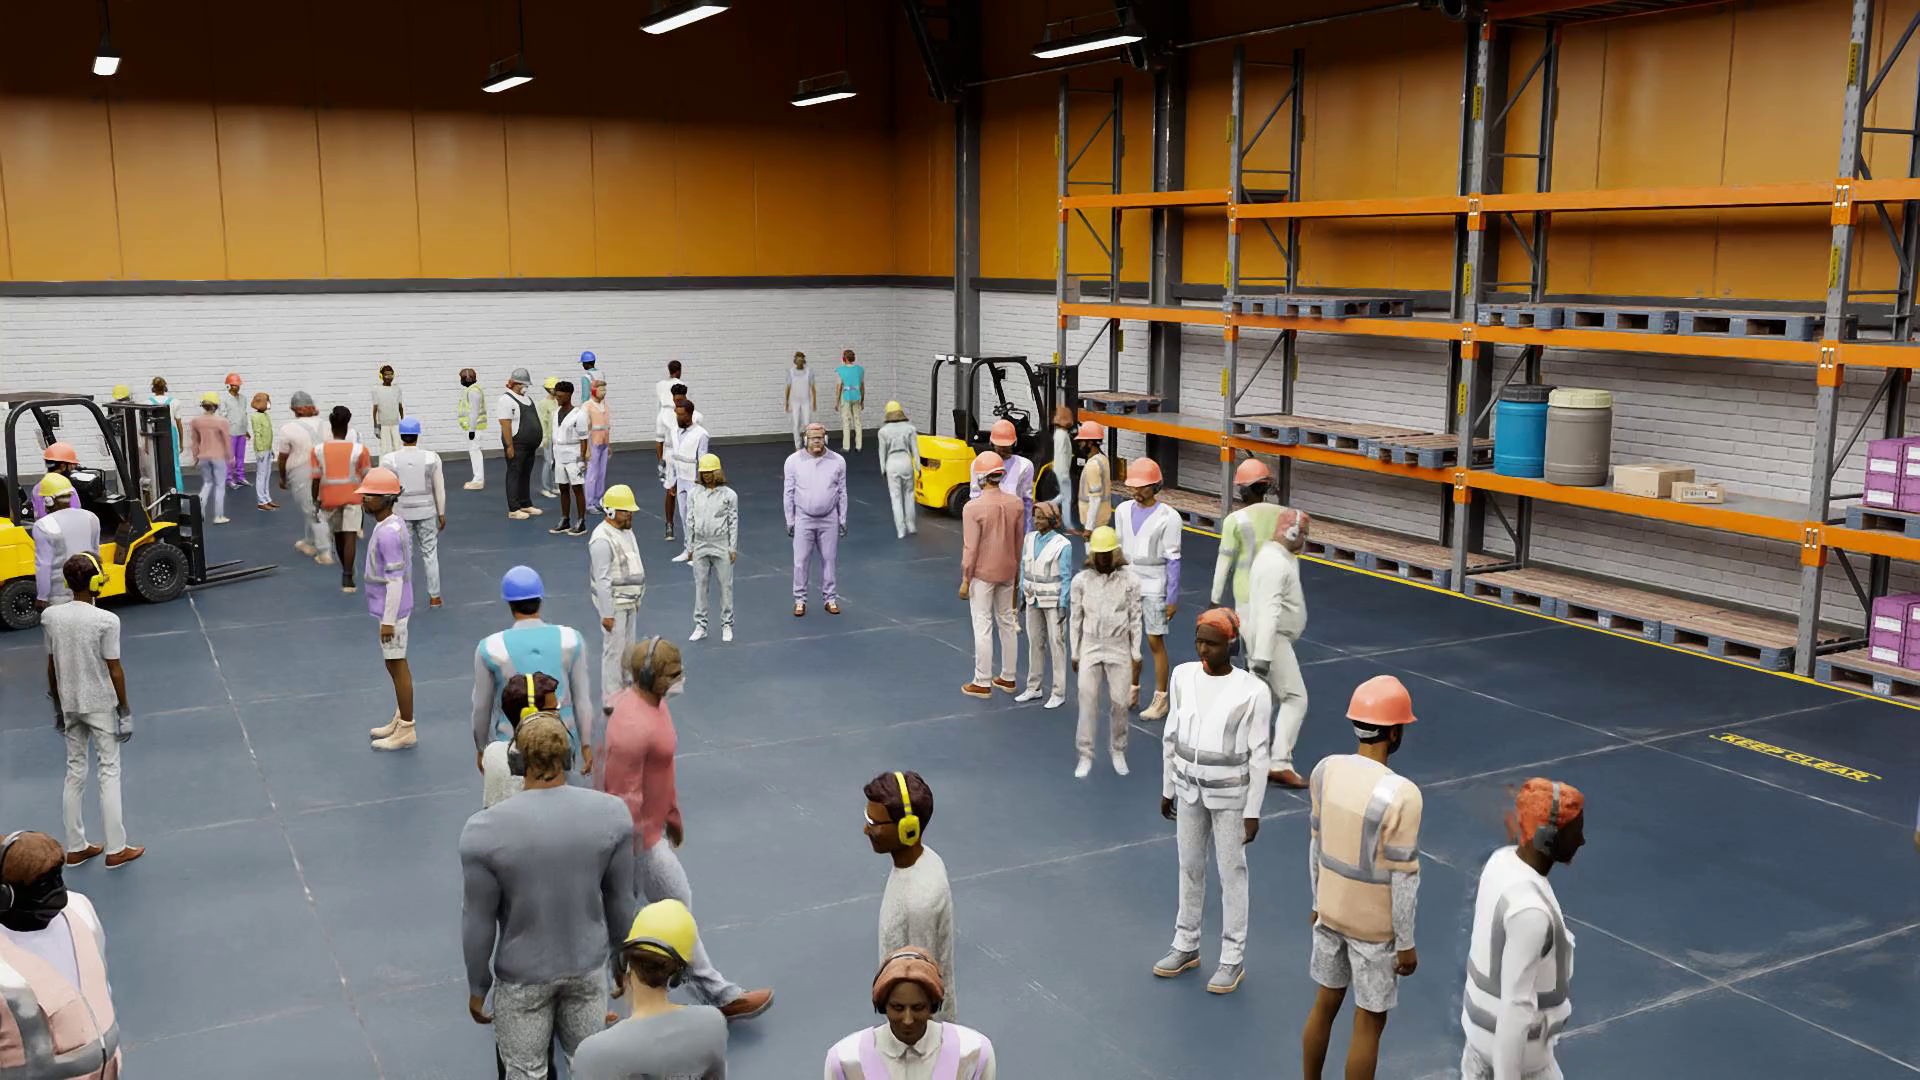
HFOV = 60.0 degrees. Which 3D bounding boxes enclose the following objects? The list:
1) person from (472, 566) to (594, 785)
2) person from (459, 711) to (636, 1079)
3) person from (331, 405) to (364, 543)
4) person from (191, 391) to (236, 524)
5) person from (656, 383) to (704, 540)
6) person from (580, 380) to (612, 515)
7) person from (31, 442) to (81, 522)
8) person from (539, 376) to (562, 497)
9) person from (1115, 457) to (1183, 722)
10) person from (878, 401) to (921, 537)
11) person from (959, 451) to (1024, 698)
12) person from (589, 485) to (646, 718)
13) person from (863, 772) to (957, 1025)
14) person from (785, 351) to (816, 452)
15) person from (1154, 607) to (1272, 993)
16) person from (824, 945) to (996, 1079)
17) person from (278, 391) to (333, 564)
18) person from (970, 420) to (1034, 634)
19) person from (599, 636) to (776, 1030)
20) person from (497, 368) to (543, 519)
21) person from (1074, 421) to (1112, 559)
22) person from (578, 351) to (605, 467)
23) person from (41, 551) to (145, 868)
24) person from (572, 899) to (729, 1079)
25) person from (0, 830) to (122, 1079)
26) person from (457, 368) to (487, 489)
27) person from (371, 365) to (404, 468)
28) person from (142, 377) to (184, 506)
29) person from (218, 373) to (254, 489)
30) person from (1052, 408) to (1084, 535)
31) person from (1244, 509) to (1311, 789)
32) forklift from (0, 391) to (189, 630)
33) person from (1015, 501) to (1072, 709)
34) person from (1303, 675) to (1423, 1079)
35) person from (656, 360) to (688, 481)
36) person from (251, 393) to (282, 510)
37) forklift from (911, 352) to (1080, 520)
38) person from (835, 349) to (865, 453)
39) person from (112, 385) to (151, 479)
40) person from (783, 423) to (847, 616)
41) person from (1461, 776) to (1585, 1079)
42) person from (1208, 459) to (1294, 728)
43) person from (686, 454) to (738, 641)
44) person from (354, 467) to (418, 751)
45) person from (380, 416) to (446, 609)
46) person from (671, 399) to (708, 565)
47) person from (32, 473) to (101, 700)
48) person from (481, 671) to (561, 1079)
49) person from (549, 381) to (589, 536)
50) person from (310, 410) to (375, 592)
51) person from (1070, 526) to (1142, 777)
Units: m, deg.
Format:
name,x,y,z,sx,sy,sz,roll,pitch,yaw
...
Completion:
name,x,y,z,sx,sy,sz,roll,pitch,yaw
person,-2.308,1.092,9.029,0.617,1.891,1.017,-5,11,-28
person,-1.497,1.579,6.110,0.634,1.930,0.384,-5,11,-28
person,-7.598,-0.815,20.538,0.316,1.698,0.540,4,11,24
person,-9.818,-1.073,21.853,0.535,1.752,0.407,1,10,8
person,-3.468,-0.975,20.689,0.611,1.964,0.364,-4,10,-20
person,-4.978,-1.270,22.742,0.373,1.840,0.570,4,10,19
person,-7.821,0.107,14.564,0.542,1.931,0.366,5,11,27
person,-5.949,-1.515,24.379,0.323,1.768,0.530,4,10,20
person,1.401,0.374,12.738,0.405,2.035,0.610,-9,14,-43
person,-0.760,-0.901,21.026,0.543,1.696,0.646,0,10,-2
person,0.245,0.275,13.416,0.623,1.991,0.390,-8,13,-38
person,-2.626,0.471,12.798,0.403,1.819,0.602,1,10,8
person,-0.172,1.685,5.693,0.325,1.861,0.516,-1,10,-5
person,-2.831,-2.448,29.571,0.545,1.827,0.484,0,10,1
person,1.224,1.254,8.104,0.573,1.882,0.356,8,13,39
person,-0.144,1.949,4.825,0.508,1.629,0.318,-1,10,-6
person,-7.550,-0.763,19.254,0.999,2.000,0.678,7,12,35
person,0.394,-0.116,15.553,0.605,2.034,0.389,-1,10,-4
person,-1.413,1.350,7.585,1.044,1.875,0.652,-1,10,-8
person,-5.893,-1.318,22.449,0.536,2.000,0.677,2,10,13
person,1.291,-0.200,16.309,0.379,1.937,0.548,3,10,15
person,-6.115,-2.172,27.670,0.416,1.939,0.603,3,10,19
person,-5.062,0.990,9.689,0.505,1.864,0.331,2,10,10
person,-0.932,1.921,4.725,0.369,1.721,0.699,8,13,39
person,-2.856,1.784,5.200,0.429,1.839,0.630,1,10,8
person,-7.387,-1.690,25.217,0.429,1.830,0.636,-3,10,-16
person,-8.739,-1.753,25.489,0.328,1.862,0.505,10,14,44
person,-11.180,-1.371,23.353,0.505,1.840,0.342,-6,11,-30
person,-10.985,-1.661,25.249,0.342,1.750,0.568,3,10,19
person,1.296,-0.865,21.047,0.501,1.629,0.514,0,10,2
person,2.172,0.729,11.181,0.645,1.866,0.701,1,10,6
forklift,-9.026,-0.363,16.508,1.214,2.155,2.313,6,11,29
person,0.672,0.503,13.121,0.307,1.641,0.513,-10,14,-44
person,1.620,1.489,6.655,0.426,1.924,0.560,-5,11,-28
person,-4.469,-1.865,26.015,0.609,1.918,0.425,5,11,28
person,-9.674,-1.235,23.136,0.287,1.635,0.500,-1,10,-6
forklift,0.460,-1.461,22.833,2.313,2.155,1.214,-5,11,-28
person,-1.950,-2.465,29.615,0.572,1.843,0.373,-6,12,-31
person,-11.832,-1.378,23.749,0.532,1.710,0.940,0,10,2
person,-1.416,-0.202,16.414,0.638,1.909,0.408,-3,10,-14
person,1.828,1.693,5.690,0.952,1.849,0.573,1,10,4
person,2.176,0.385,12.701,0.629,2.014,0.836,-5,11,-26
person,-2.284,0.071,15.310,0.487,1.744,0.295,1,10,5
person,-4.134,0.492,12.010,0.361,2.047,0.614,-3,10,-18
person,-5.458,-0.261,16.631,0.614,1.946,0.390,-4,10,-19
person,-3.090,-0.671,19.107,0.593,1.911,0.383,9,14,43
person,-7.168,0.368,13.343,0.403,1.834,0.586,4,10,20
person,-1.786,1.465,6.933,0.523,1.865,0.317,9,14,43
person,-4.963,-1.040,21.060,0.603,1.967,0.366,7,12,33
person,-6.553,-0.428,17.710,0.639,1.913,1.006,-1,10,-8
person,0.993,0.762,11.361,0.491,1.750,0.343,1,10,5
